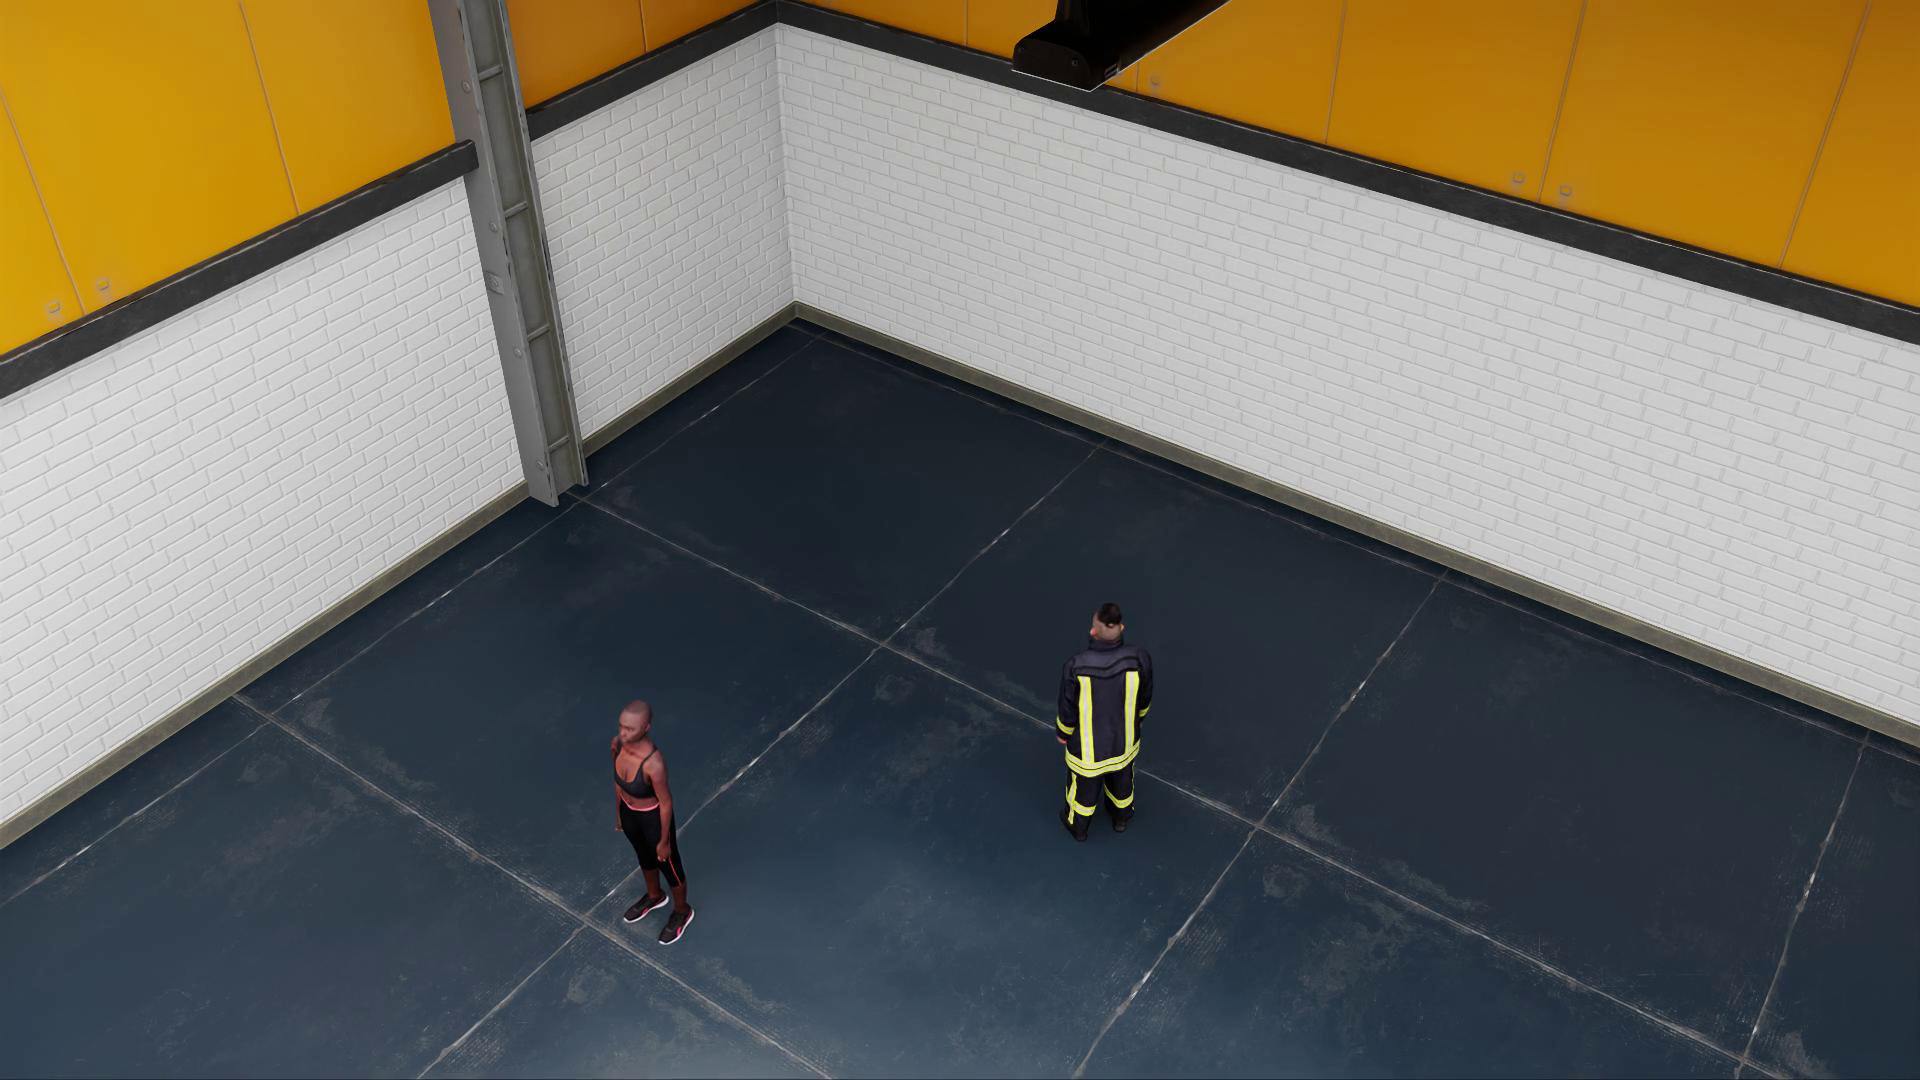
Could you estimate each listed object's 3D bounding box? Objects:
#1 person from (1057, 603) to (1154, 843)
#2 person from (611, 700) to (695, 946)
[{"bbox_3d":[0.856,1.092,10.015,0.863,1.867,0.933,-8,39,-10],"label":"person"},{"bbox_3d":[-1.765,1.581,9.492,0.577,1.755,0.526,25,45,28],"label":"person"}]
